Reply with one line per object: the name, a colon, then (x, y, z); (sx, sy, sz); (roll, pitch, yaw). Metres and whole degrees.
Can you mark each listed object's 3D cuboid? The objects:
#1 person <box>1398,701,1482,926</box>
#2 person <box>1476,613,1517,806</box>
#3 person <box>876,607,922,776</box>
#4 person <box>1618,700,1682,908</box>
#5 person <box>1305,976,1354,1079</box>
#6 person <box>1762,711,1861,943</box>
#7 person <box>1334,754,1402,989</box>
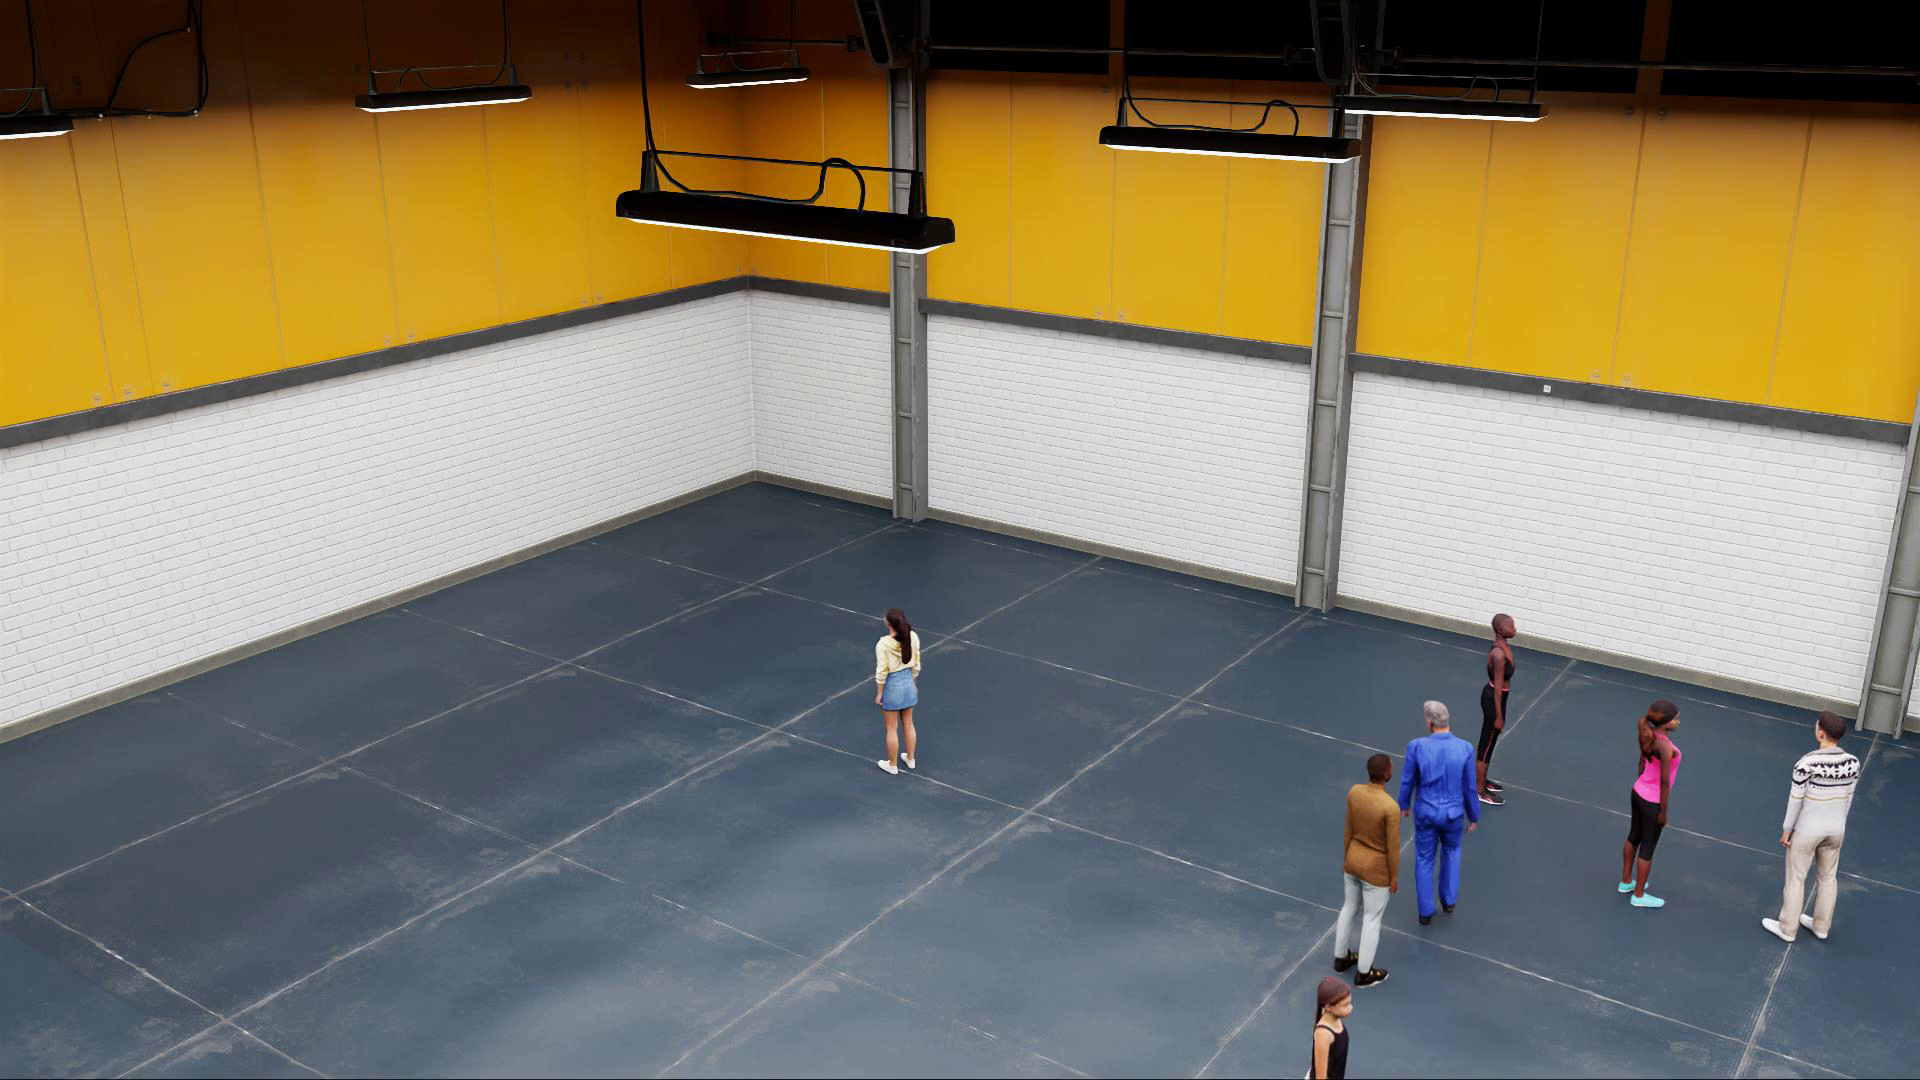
person: (3.702, 2.164, 12.885); (0.784, 1.792, 0.941); (6, 19, 17)
person: (4.793, 1.483, 14.960); (0.619, 1.757, 0.636); (7, 20, 19)
person: (-0.579, 1.383, 15.456); (0.709, 1.631, 0.681); (-13, 22, -33)
person: (5.490, 2.075, 13.254); (0.701, 1.725, 0.658); (0, 19, -1)
person: (2.117, 3.282, 9.936); (0.789, 1.554, 0.606); (7, 20, 21)
person: (6.557, 2.196, 12.699); (0.731, 1.850, 0.807); (-2, 19, -6)
person: (2.977, 2.397, 12.155); (0.743, 1.815, 0.591); (-14, 23, -35)
